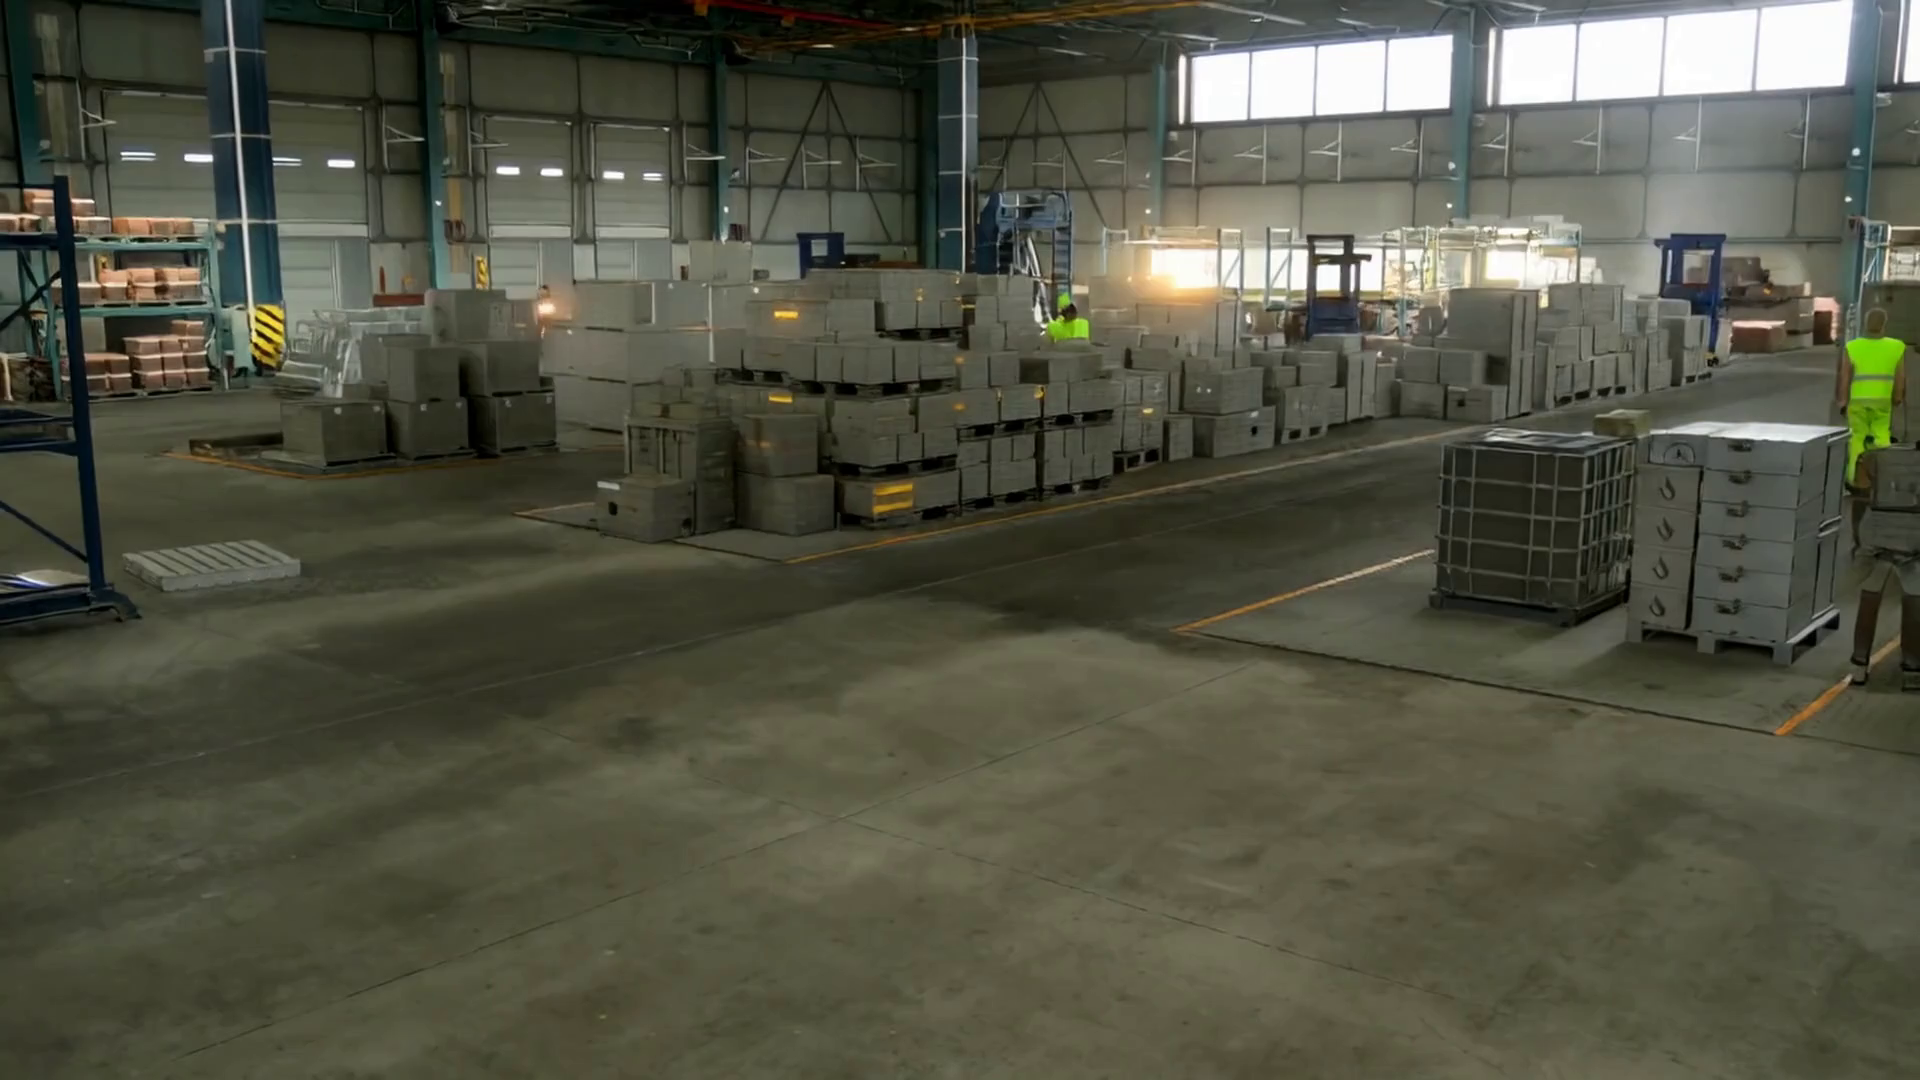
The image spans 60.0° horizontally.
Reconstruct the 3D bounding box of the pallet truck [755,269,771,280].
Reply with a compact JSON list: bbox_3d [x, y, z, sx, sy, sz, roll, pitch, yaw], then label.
[{"bbox_3d":[-4.996,-6.432,45.525,1.885,1.965,0.823,-6,12,-32],"label":"pallet truck"}]

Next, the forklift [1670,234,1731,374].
[{"bbox_3d":[14.664,-4.718,33.254,1.129,2.768,1.873,8,13,40],"label":"forklift"}]

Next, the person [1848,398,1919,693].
[{"bbox_3d":[5.407,0.031,9.594,0.538,1.690,0.322,9,13,40],"label":"person"}]

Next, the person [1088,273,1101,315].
[{"bbox_3d":[3.771,-6.181,44.402,0.547,1.904,0.979,-7,12,-34],"label":"person"}]

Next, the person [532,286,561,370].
[{"bbox_3d":[-7.940,-3.954,31.963,0.517,1.804,0.920,0,10,-1],"label":"person"}]

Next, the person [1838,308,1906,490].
[{"bbox_3d":[9.558,-1.462,17.458,0.591,1.916,0.383,4,11,21],"label":"person"}]

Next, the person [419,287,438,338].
[{"bbox_3d":[-8.566,-3.107,26.834,0.513,1.913,0.672,-6,12,-32],"label":"person"}]

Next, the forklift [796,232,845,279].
[{"bbox_3d":[-2.550,-4.254,30.610,1.873,2.768,1.129,8,13,40],"label":"forklift"}]

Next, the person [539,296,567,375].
[{"bbox_3d":[-7.168,-3.447,29.328,0.489,1.720,0.768,5,11,27],"label":"person"}]

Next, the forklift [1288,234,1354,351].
[{"bbox_3d":[7.697,-5.002,34.874,1.129,2.768,1.873,-1,10,-8],"label":"forklift"}]
